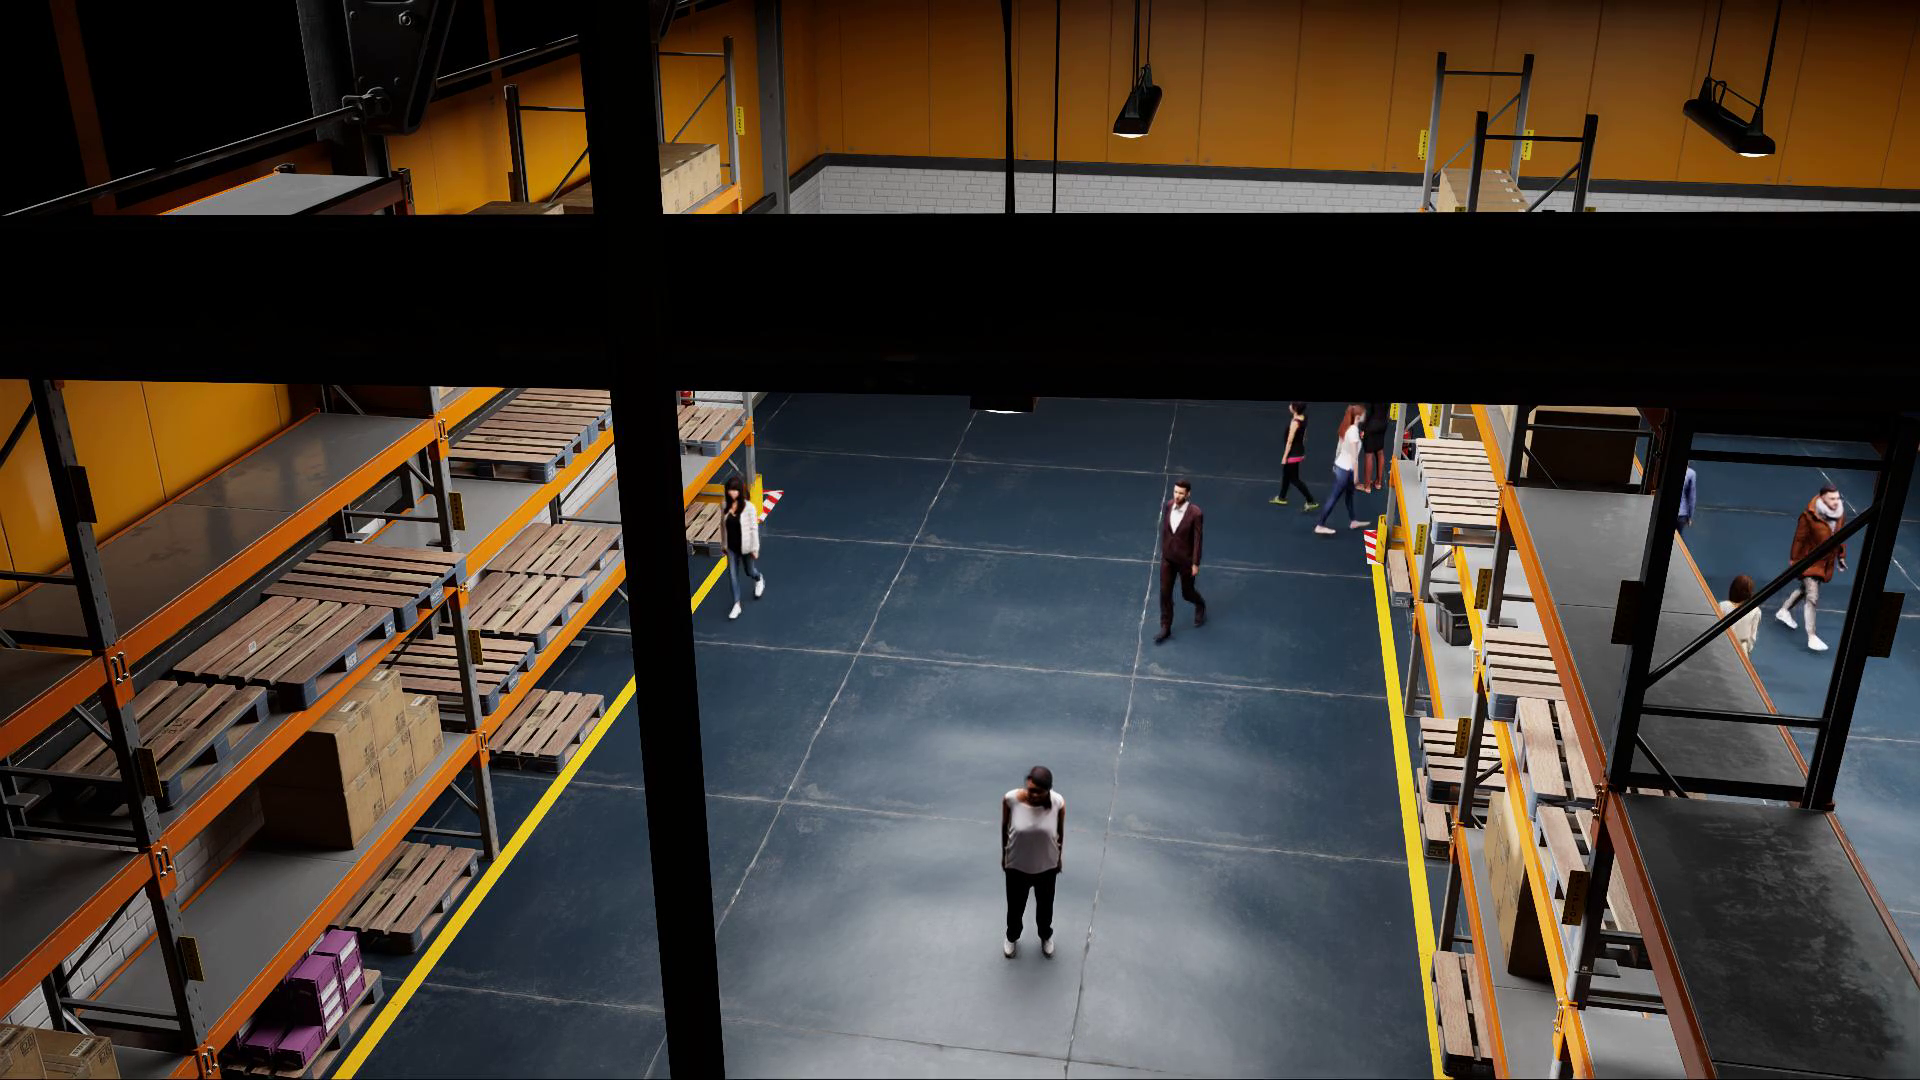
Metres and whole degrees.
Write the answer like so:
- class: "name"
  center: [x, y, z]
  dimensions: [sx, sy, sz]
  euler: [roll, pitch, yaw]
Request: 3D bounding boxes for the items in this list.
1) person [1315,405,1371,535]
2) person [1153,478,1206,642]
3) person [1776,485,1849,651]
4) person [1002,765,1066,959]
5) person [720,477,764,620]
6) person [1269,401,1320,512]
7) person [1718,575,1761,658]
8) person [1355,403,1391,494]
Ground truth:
- class: "person"
  center: [4.707, -0.857, 20.775]
  dimensions: [0.795, 1.700, 0.966]
  euler: [-2, 24, -5]
- class: "person"
  center: [2.451, 0.172, 18.239]
  dimensions: [1.034, 1.845, 1.239]
  euler: [17, 29, 34]
- class: "person"
  center: [9.285, 0.232, 18.166]
  dimensions: [1.054, 1.793, 1.258]
  euler: [-8, 25, -17]
- class: "person"
  center: [0.574, 2.505, 13.093]
  dimensions: [0.685, 1.691, 0.648]
  euler: [1, 24, 1]
- class: "person"
  center: [-2.464, 0.034, 18.843]
  dimensions: [0.649, 1.614, 1.017]
  euler: [5, 24, 12]
- class: "person"
  center: [4.395, -1.098, 21.530]
  dimensions: [0.815, 1.537, 0.949]
  euler: [13, 27, 27]
- class: "person"
  center: [7.510, 1.144, 16.243]
  dimensions: [0.696, 1.663, 0.951]
  euler: [1, 24, 3]
- class: "person"
  center: [5.529, -1.481, 22.179]
  dimensions: [0.676, 1.719, 0.728]
  euler: [-15, 28, -30]
